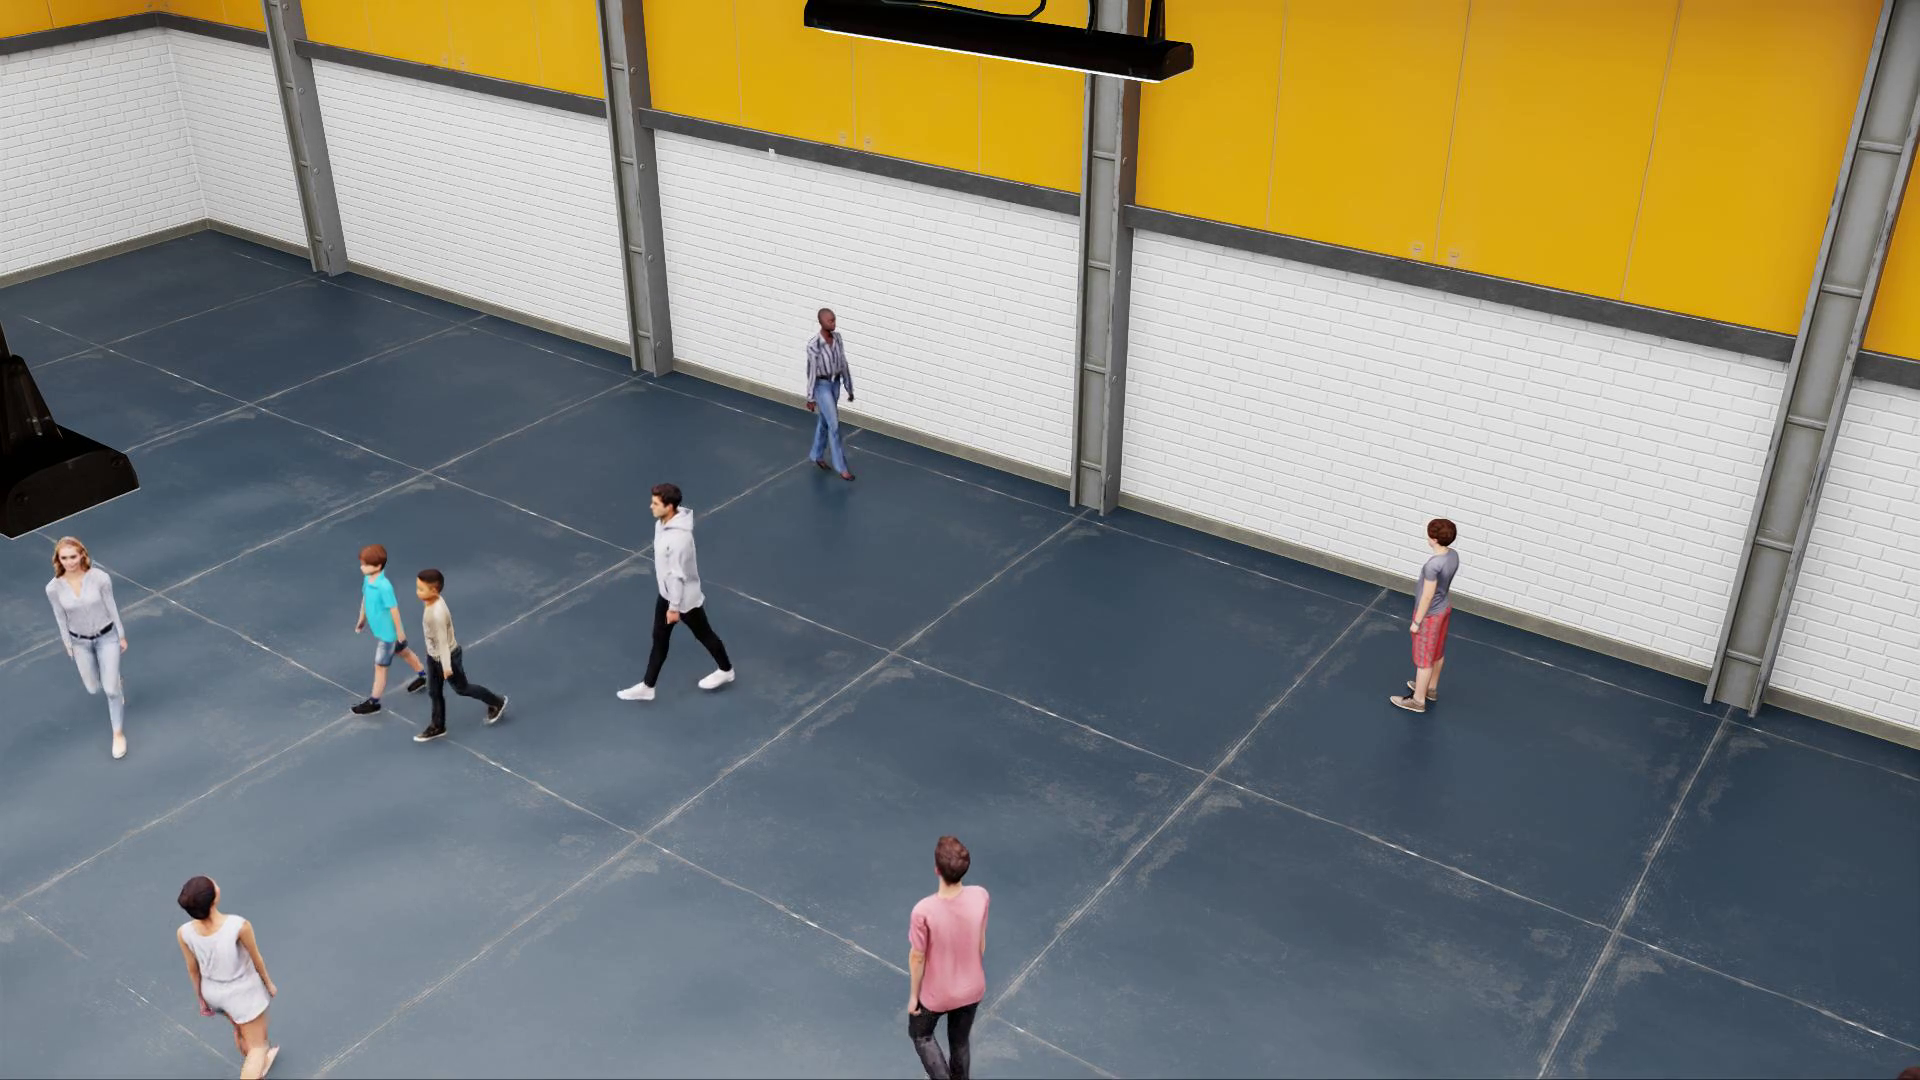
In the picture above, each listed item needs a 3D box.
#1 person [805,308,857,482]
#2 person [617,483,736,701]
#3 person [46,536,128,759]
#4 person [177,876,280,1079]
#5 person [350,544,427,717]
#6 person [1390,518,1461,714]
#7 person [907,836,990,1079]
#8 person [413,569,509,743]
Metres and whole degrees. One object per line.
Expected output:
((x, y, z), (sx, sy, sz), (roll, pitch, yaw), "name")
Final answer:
((-1.409, -1.494, 16.684), (0.866, 1.772, 0.656), (18, 34, 30), "person")
((-2.106, 0.418, 13.073), (1.123, 1.875, 1.249), (-14, 32, -25), "person")
((-6.525, 0.748, 12.569), (0.925, 1.777, 1.045), (-9, 30, -16), "person")
((-4.116, 2.601, 9.376), (0.982, 1.583, 0.947), (0, 29, 0), "person")
((-4.463, 0.654, 13.120), (0.779, 1.415, 0.958), (-20, 34, -32), "person")
((3.699, 0.579, 13.012), (0.553, 1.651, 0.597), (23, 36, 36), "person")
((-0.026, 2.514, 9.152), (0.819, 1.950, 0.884), (-14, 32, -24), "person")
((-3.869, 0.863, 12.713), (0.843, 1.439, 0.982), (-19, 34, -30), "person")
